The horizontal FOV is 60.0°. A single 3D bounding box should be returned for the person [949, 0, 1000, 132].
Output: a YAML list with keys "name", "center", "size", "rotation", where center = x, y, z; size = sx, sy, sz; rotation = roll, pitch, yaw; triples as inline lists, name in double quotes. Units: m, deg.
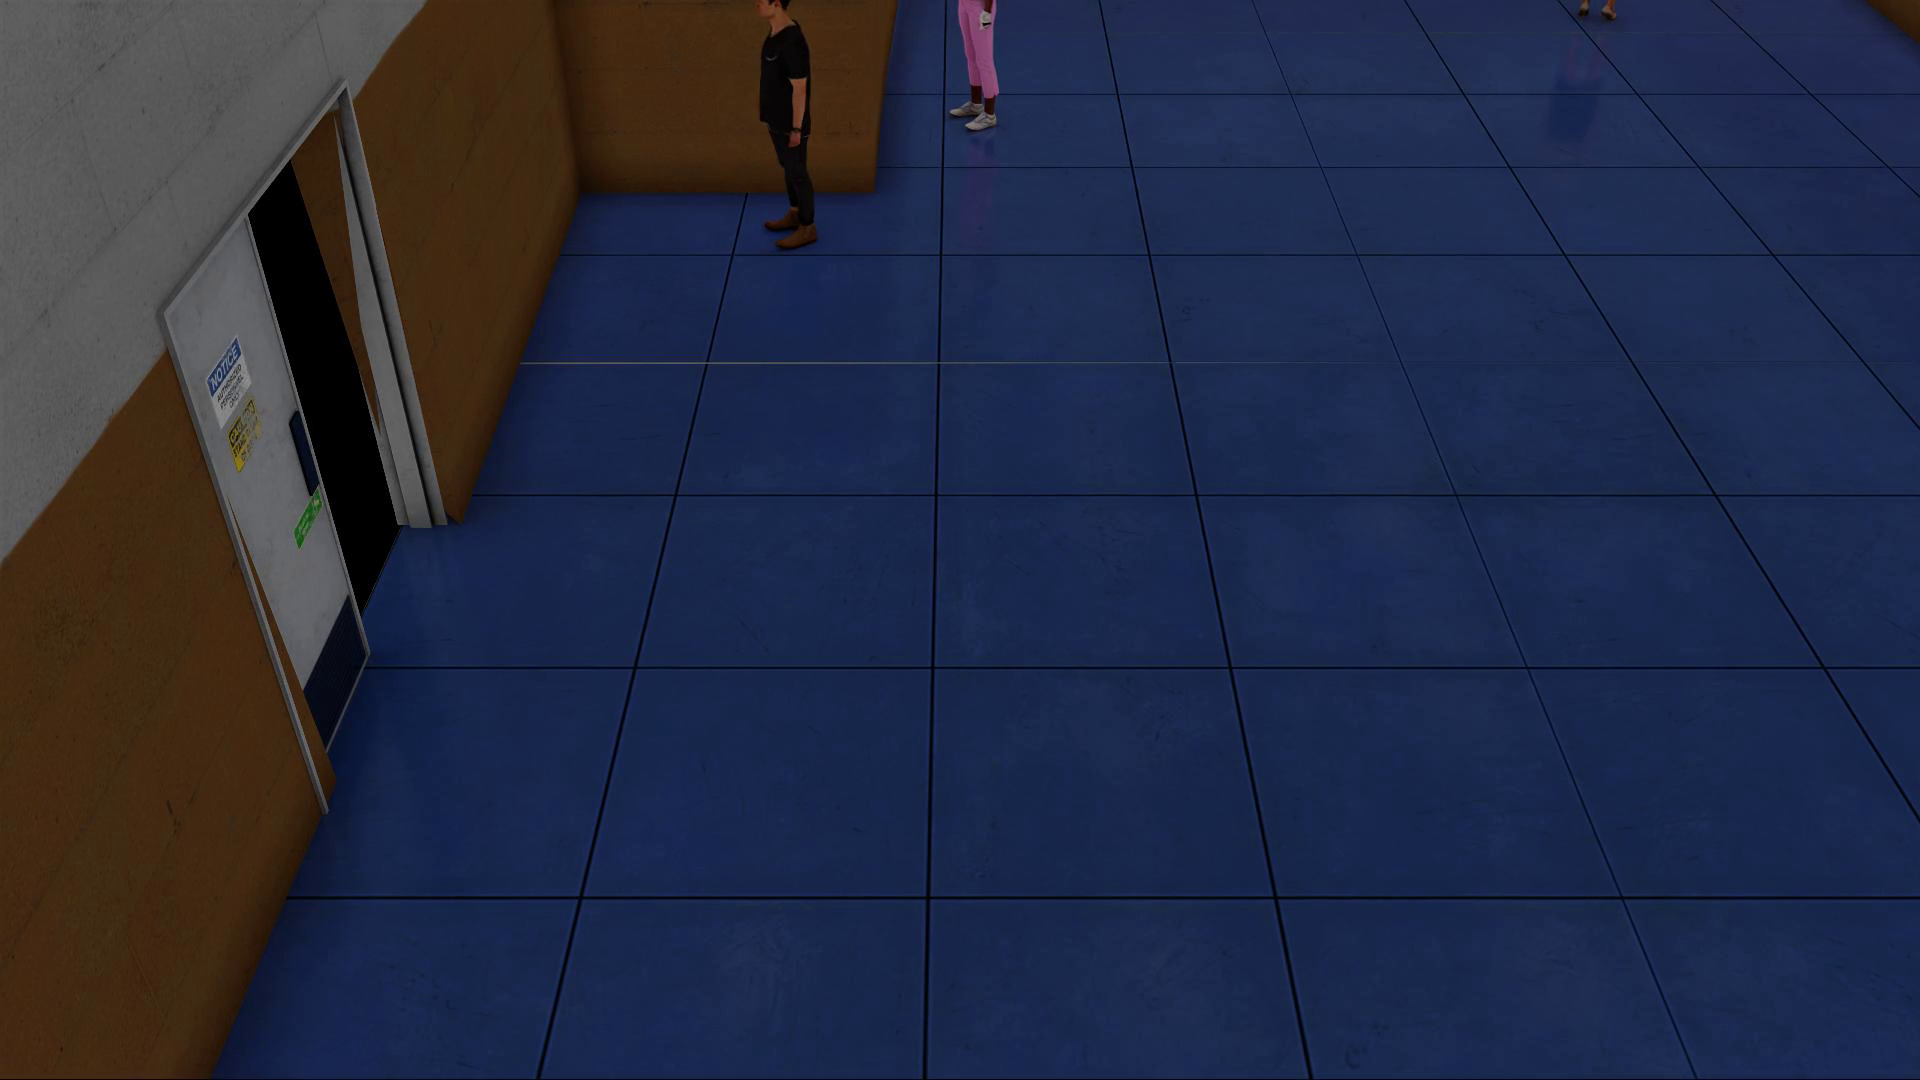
- name: "person"
  center: [0.125, -3.798, 11.821]
  size: [0.640, 1.741, 0.657]
  rotation: [-15, 39, -19]

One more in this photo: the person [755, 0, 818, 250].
- name: "person"
  center: [-1.064, -2.662, 10.331]
  size: [0.644, 1.713, 0.686]
  rotation: [-11, 38, -14]
